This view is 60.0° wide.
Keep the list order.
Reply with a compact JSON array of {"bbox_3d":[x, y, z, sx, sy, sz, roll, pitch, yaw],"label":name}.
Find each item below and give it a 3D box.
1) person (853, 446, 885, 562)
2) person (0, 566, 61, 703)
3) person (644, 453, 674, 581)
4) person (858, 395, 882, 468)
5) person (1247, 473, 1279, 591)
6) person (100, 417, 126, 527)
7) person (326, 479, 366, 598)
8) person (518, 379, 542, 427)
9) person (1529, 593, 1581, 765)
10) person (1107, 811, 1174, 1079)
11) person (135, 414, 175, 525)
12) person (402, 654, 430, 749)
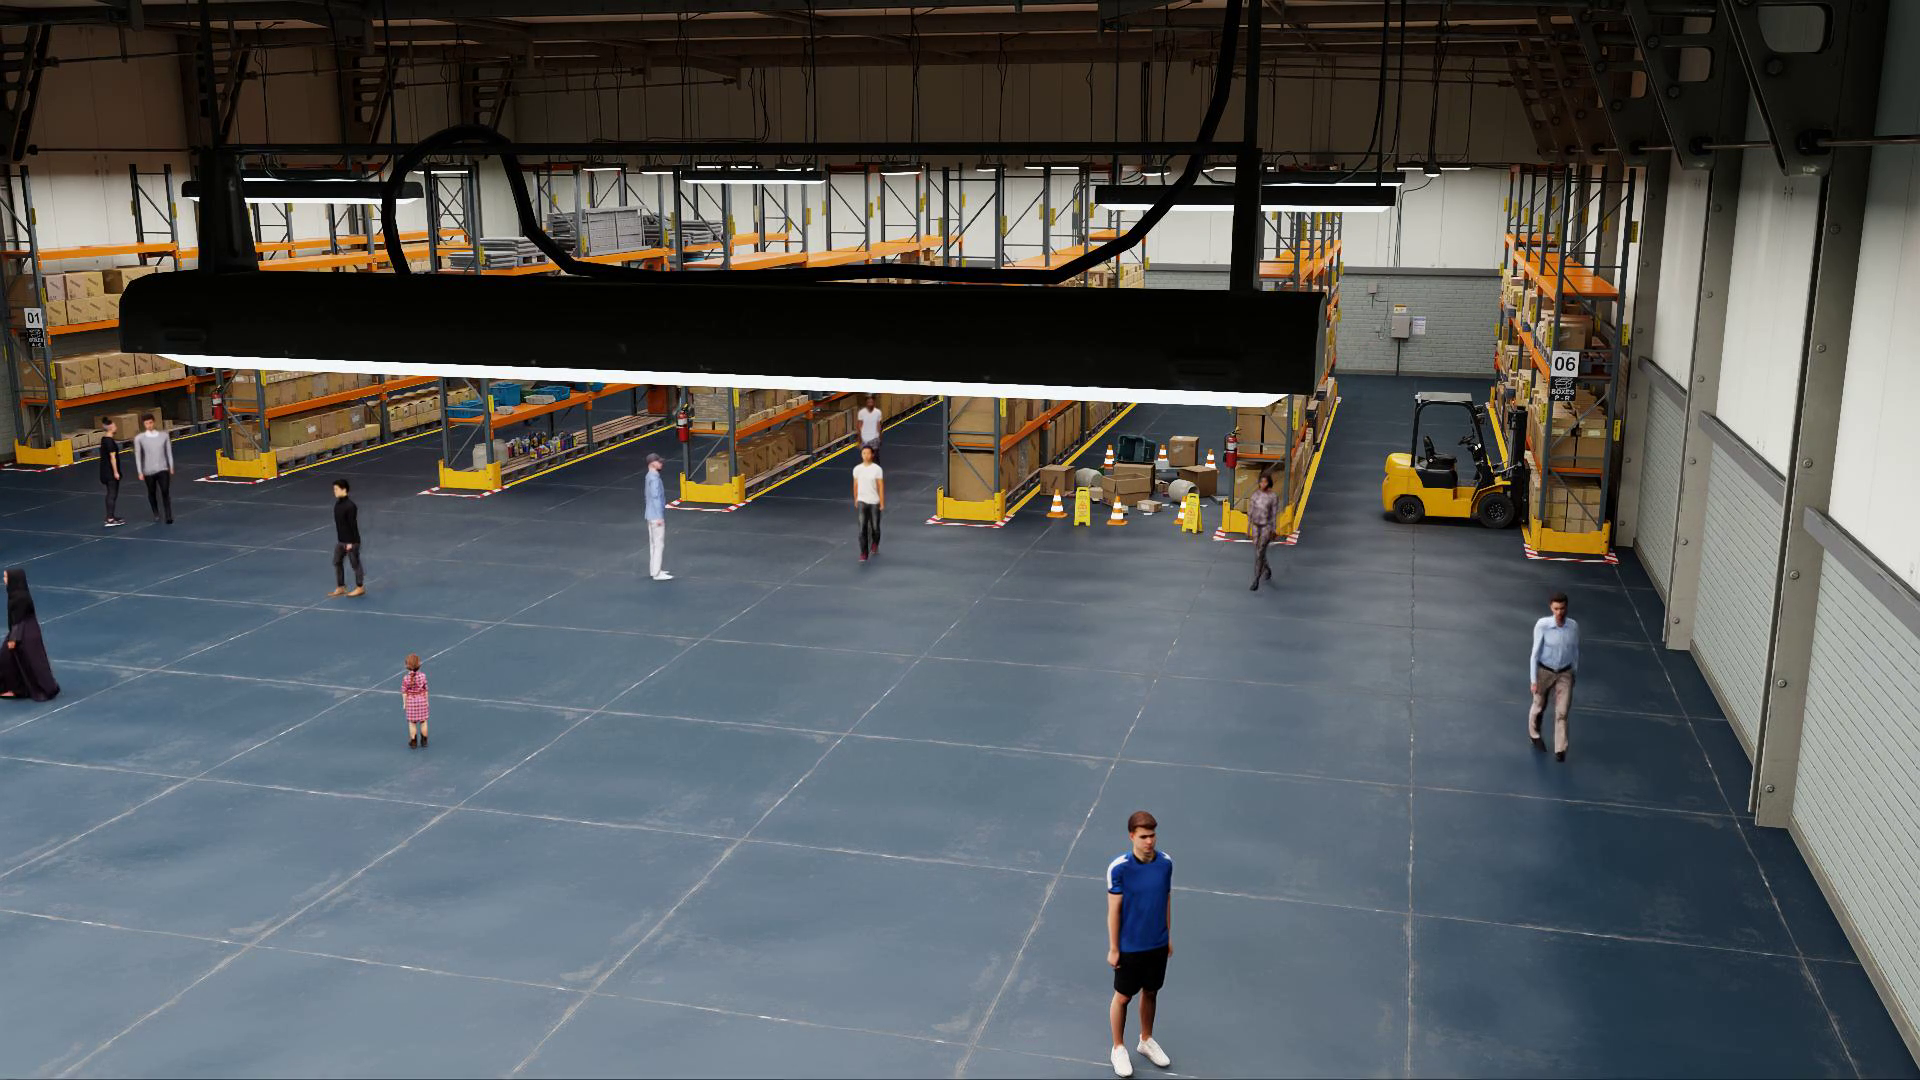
[{"bbox_3d":[-1.403,-0.591,26.073,0.781,1.769,1.161,1,13,4],"label":"person"},{"bbox_3d":[-10.724,1.076,19.228,1.047,1.609,0.965,-9,16,-34],"label":"person"},{"bbox_3d":[-4.540,-0.361,24.820,0.797,1.886,0.703,-5,14,-21],"label":"person"},{"bbox_3d":[-1.757,-1.948,32.065,0.778,1.710,0.863,-2,13,-7],"label":"person"},{"bbox_3d":[4.436,-0.132,24.304,0.772,1.673,1.205,7,15,28],"label":"person"},{"bbox_3d":[-14.547,-1.192,28.469,0.812,1.859,0.769,-9,16,-33],"label":"person"},{"bbox_3d":[-8.693,-0.033,23.792,0.836,1.710,0.905,11,17,39],"label":"person"},{"bbox_3d":[-10.089,-3.486,38.691,0.700,1.717,1.087,5,14,20],"label":"person"},{"bbox_3d":[6.189,1.401,17.395,0.791,1.803,1.242,0,13,1],"label":"person"},{"bbox_3d":[1.239,2.743,11.459,0.745,1.866,0.785,-6,14,-24],"label":"person"},{"bbox_3d":[-13.778,-1.190,28.449,1.260,1.864,1.319,-7,15,-29],"label":"person"},{"bbox_3d":[-5.815,1.714,17.777,0.498,1.021,0.553,-6,14,-24],"label":"person"}]
